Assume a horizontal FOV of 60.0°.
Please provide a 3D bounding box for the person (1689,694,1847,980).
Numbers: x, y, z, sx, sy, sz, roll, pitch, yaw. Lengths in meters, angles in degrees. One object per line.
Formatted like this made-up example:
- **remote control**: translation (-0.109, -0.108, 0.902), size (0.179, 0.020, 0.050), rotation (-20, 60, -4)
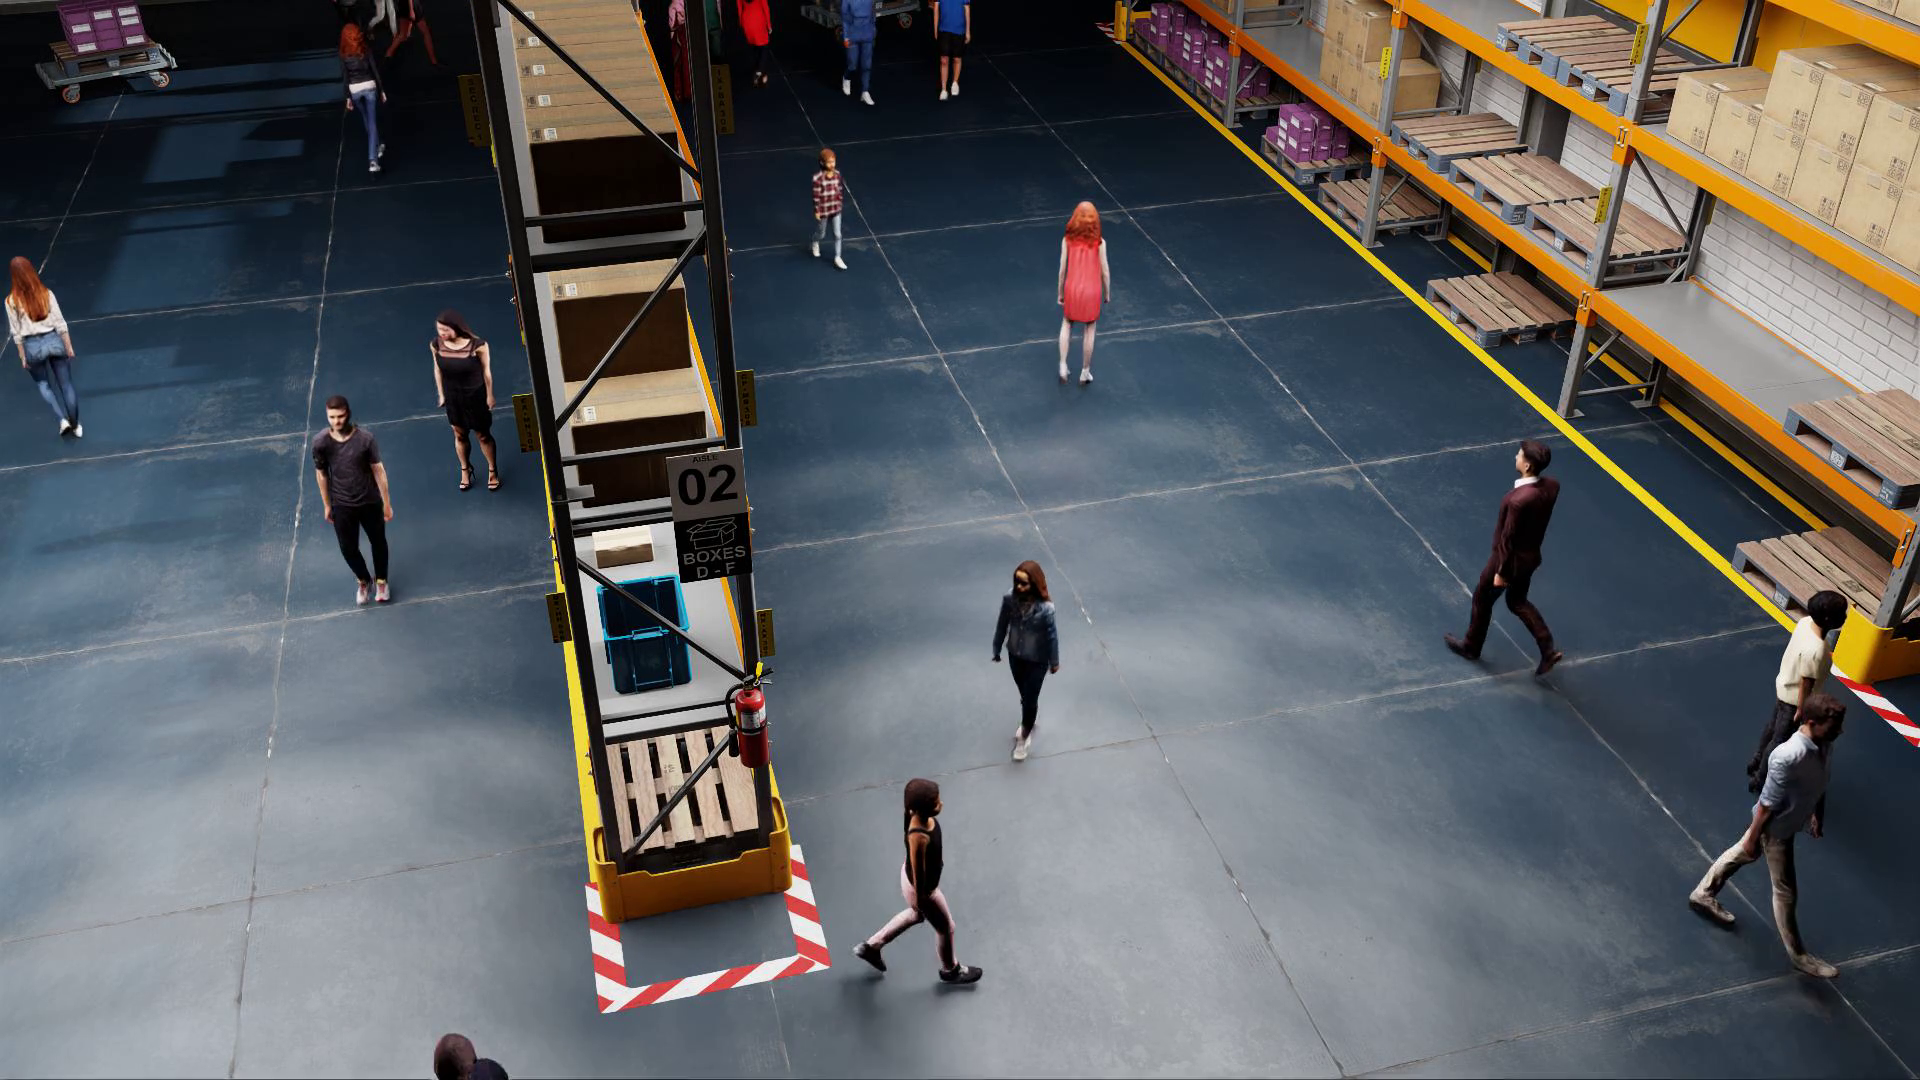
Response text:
- **person**: translation (4.657, 1.592, 9.628), size (1.018, 1.806, 1.259), rotation (-27, 42, -34)

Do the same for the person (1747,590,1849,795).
- **person**: translation (5.390, 0.988, 10.737), size (0.707, 1.584, 0.585), rotation (9, 35, 13)

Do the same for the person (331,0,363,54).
- **person**: translation (-8.894, -7.906, 23.941), size (0.787, 1.779, 0.681), rotation (7, 34, 10)

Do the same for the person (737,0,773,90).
- **person**: translation (-2.793, -6.896, 22.470), size (0.854, 1.726, 0.952), rotation (9, 35, 13)

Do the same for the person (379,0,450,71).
- **person**: translation (-7.755, -7.352, 23.175), size (0.864, 1.706, 1.147), rotation (-18, 38, -25)

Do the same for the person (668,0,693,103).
- **person**: translation (-3.667, -6.704, 22.262), size (0.737, 1.637, 0.717), rotation (-21, 39, -28)

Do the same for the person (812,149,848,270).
- **person**: translation (-1.445, -3.575, 17.866), size (0.648, 1.292, 0.874), rotation (-18, 38, -25)

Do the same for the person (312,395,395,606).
- **person**: translation (-4.550, -0.340, 12.579), size (0.654, 1.757, 0.599), rotation (-7, 34, -11)

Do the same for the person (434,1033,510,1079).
- **person**: translation (-2.100, 2.993, 7.539), size (1.000, 1.786, 0.800), rotation (-3, 34, -4)

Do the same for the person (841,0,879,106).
- **person**: translation (-1.386, -6.748, 22.186), size (0.797, 1.794, 0.918), rotation (-17, 37, -24)

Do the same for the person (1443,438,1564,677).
- **person**: translation (3.991, 0.165, 11.743), size (0.991, 1.842, 1.220), rotation (-25, 41, -32)

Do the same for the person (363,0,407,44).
- **person**: translation (-8.550, -8.037, 24.409), size (0.872, 1.480, 0.899), rotation (8, 34, 11)

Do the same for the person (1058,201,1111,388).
- **person**: translation (1.130, -2.240, 15.377), size (0.702, 1.823, 0.722), rotation (10, 35, 15)

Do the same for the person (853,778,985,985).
- **person**: translation (-0.273, 1.928, 9.362), size (0.685, 1.540, 0.942), rotation (-3, 34, -4)

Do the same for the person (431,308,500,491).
- **person**: translation (-4.113, -1.177, 13.879), size (0.727, 1.713, 0.724), rotation (3, 34, 5)

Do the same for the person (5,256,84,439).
- **person**: translation (-7.997, -1.640, 14.566), size (0.699, 1.722, 0.758), rotation (-21, 39, -28)

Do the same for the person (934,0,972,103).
- **person**: translation (-0.089, -6.864, 22.326), size (0.834, 1.831, 1.147), rotation (0, 34, 0)

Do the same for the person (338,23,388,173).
- **person**: translation (-7.170, -5.283, 20.029), size (0.711, 1.743, 1.252), rotation (-4, 34, -7)

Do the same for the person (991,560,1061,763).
- **person**: translation (0.500, 0.734, 11.228), size (0.798, 1.463, 0.857), rotation (19, 38, 26)
